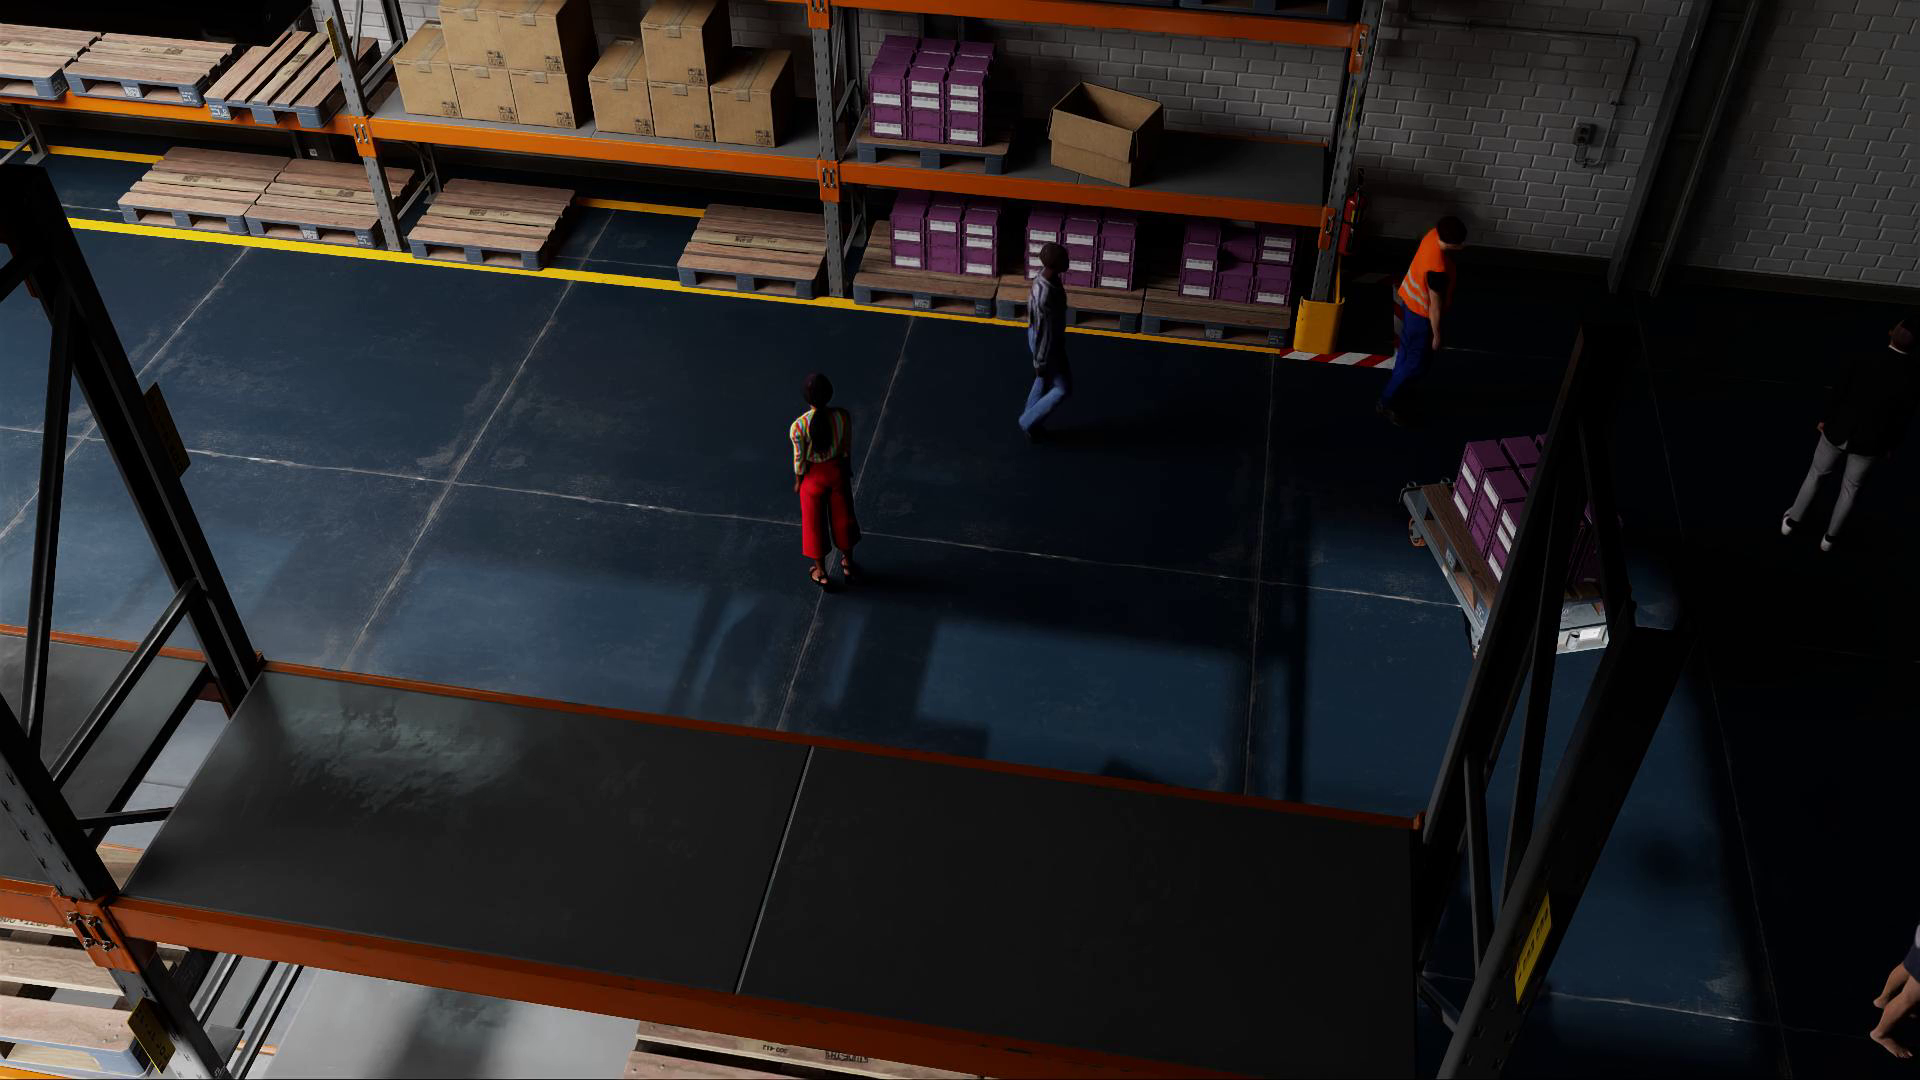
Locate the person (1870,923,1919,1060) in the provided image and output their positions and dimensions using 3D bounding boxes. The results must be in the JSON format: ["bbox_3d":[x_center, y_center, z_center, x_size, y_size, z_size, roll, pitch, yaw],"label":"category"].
[{"bbox_3d":[5.141,2.105,8.658,0.635,1.564,0.634,23,48,22],"label":"person"}]

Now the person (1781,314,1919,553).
[{"bbox_3d":[6.160,-0.756,11.383,0.708,1.949,0.842,28,50,26],"label":"person"}]

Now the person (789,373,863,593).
[{"bbox_3d":[-0.907,-0.383,11.104,0.644,1.793,0.737,-18,46,-18],"label":"person"}]

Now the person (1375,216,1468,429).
[{"bbox_3d":[3.476,-1.743,12.496,0.690,1.843,0.799,-9,44,-9],"label":"person"}]

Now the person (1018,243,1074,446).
[{"bbox_3d":[0.542,-1.412,12.191,0.668,1.783,0.681,0,44,0],"label":"person"}]
